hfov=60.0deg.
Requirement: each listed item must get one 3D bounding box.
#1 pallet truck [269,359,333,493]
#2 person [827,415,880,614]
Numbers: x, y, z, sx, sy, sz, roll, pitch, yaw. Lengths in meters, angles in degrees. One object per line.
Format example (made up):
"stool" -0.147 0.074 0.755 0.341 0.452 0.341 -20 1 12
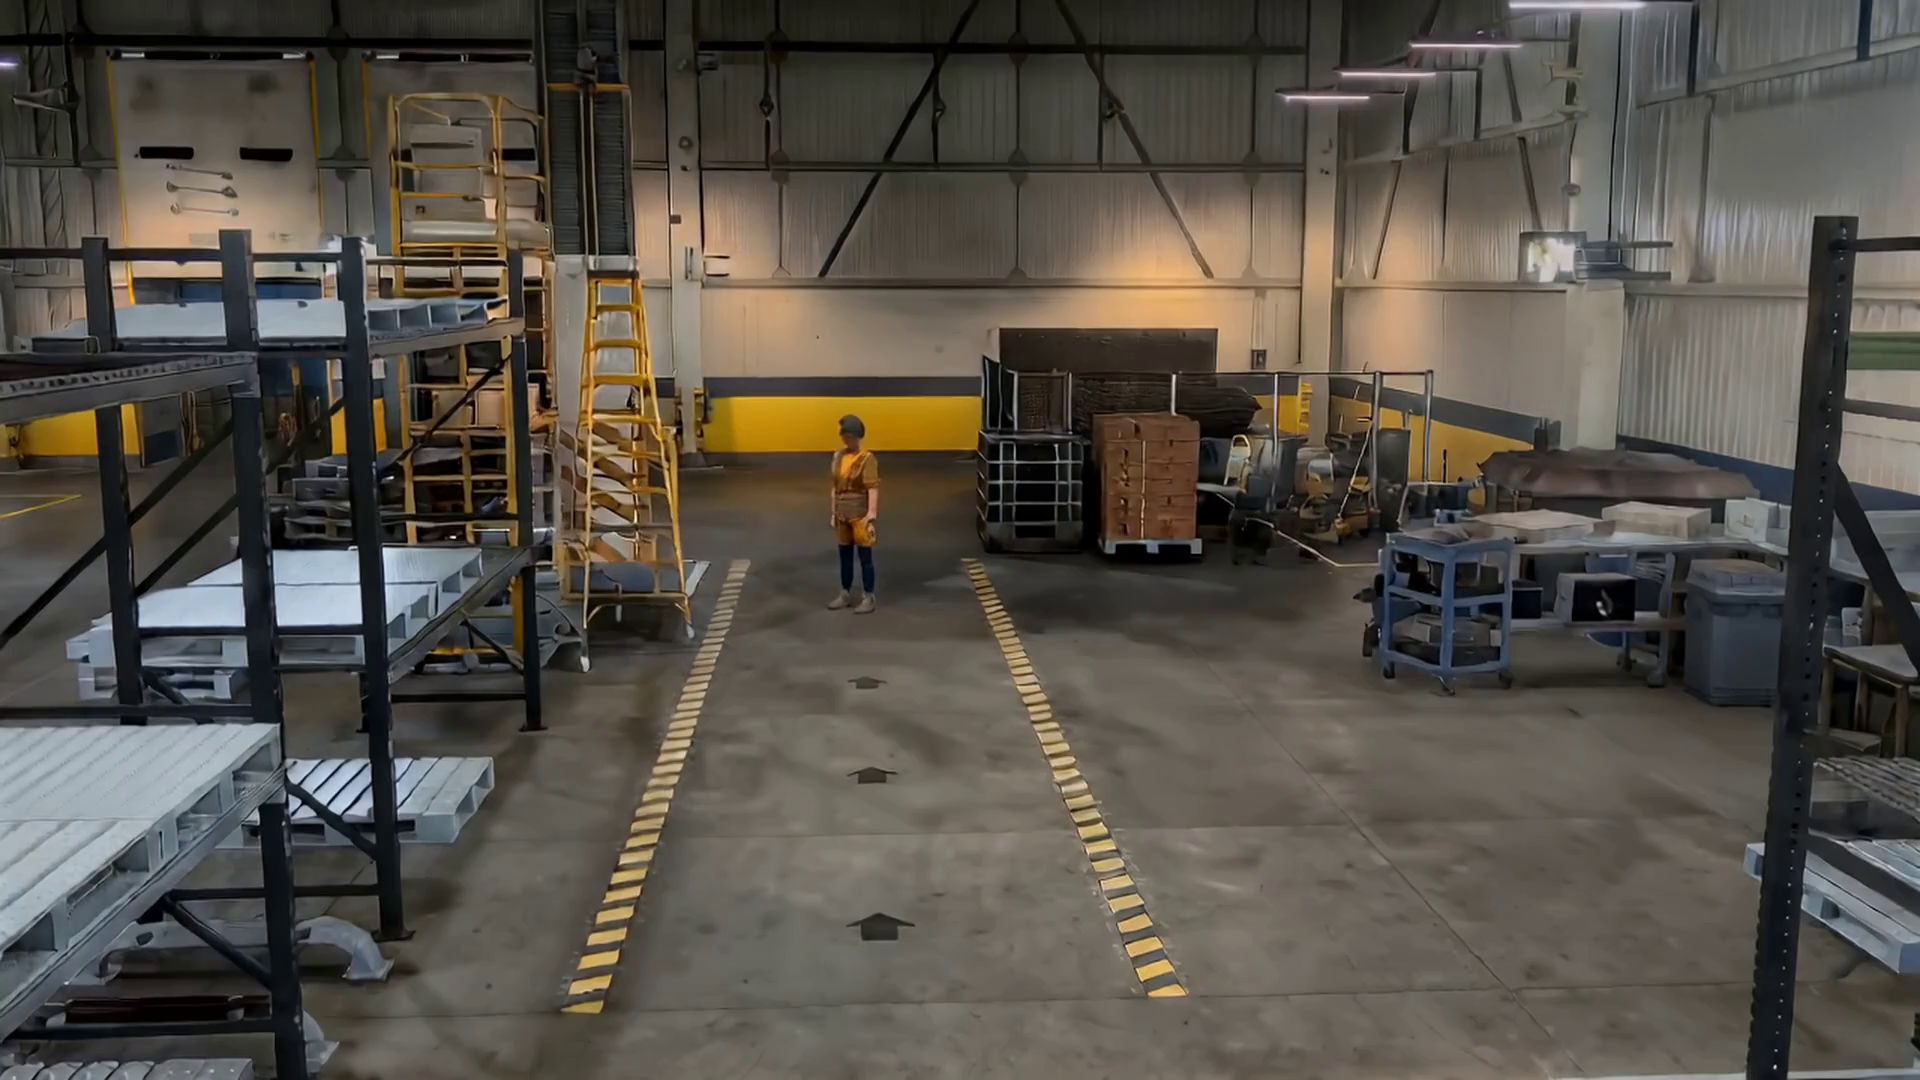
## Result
"pallet truck" -7.062 -1.131 18.996 1.885 1.965 0.823 2 9 13
"person" -0.917 -0.218 14.194 0.540 1.699 0.315 8 12 40
